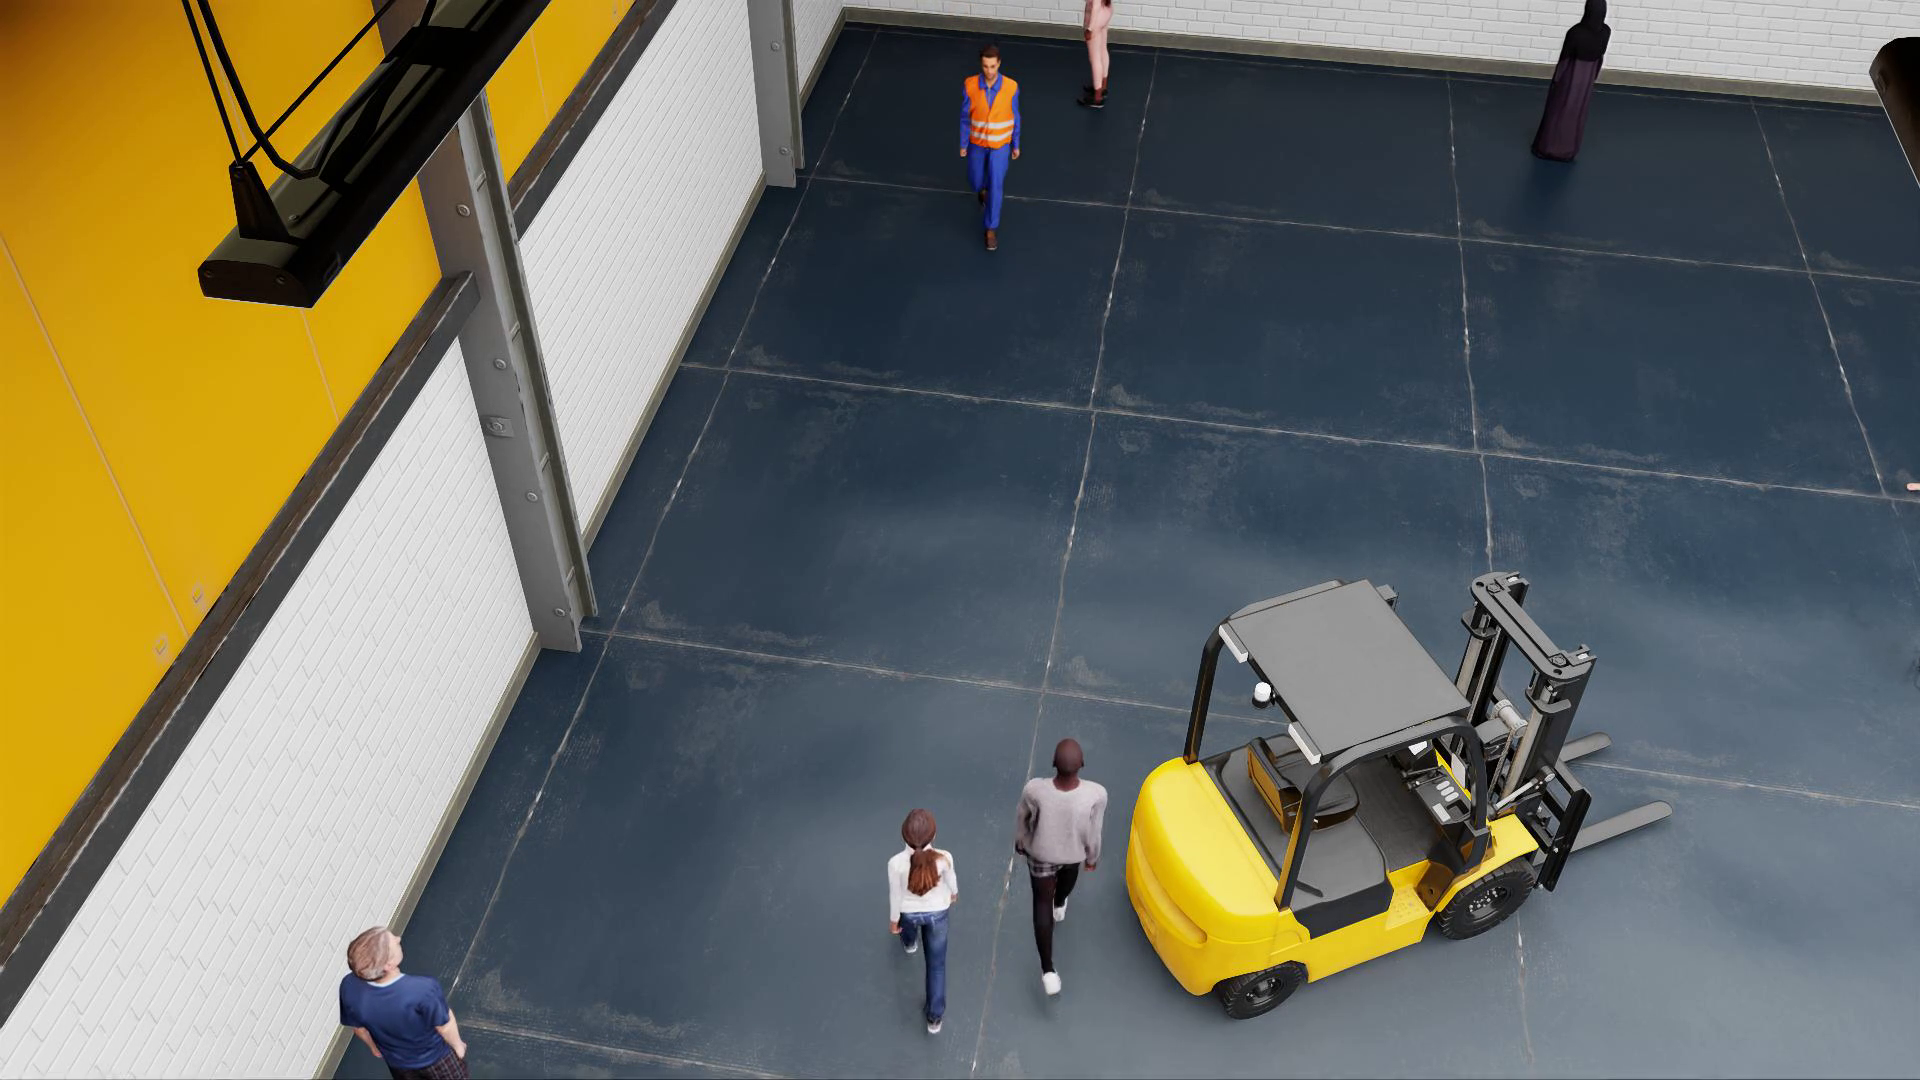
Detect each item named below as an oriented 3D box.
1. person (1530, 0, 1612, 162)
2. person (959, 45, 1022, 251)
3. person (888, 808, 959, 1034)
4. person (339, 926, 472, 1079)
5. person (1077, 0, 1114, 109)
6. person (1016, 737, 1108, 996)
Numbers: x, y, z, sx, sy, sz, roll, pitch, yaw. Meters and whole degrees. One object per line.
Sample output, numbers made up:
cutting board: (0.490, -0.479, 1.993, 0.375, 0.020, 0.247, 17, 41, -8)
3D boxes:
person: (5.722, -4.308, 15.479, 0.676, 1.615, 0.701, -6, 44, -6)
person: (0.260, -3.467, 14.431, 0.787, 1.843, 1.035, 0, 44, 0)
person: (-0.193, 2.046, 8.880, 0.704, 1.517, 1.064, -3, 44, -3)
person: (-2.658, 2.494, 8.154, 0.691, 1.870, 0.587, 1, 44, 2)
person: (1.346, -5.066, 16.200, 0.718, 1.720, 0.516, 14, 45, 15)
person: (0.535, 1.754, 9.022, 0.743, 1.744, 1.160, 0, 44, 0)
